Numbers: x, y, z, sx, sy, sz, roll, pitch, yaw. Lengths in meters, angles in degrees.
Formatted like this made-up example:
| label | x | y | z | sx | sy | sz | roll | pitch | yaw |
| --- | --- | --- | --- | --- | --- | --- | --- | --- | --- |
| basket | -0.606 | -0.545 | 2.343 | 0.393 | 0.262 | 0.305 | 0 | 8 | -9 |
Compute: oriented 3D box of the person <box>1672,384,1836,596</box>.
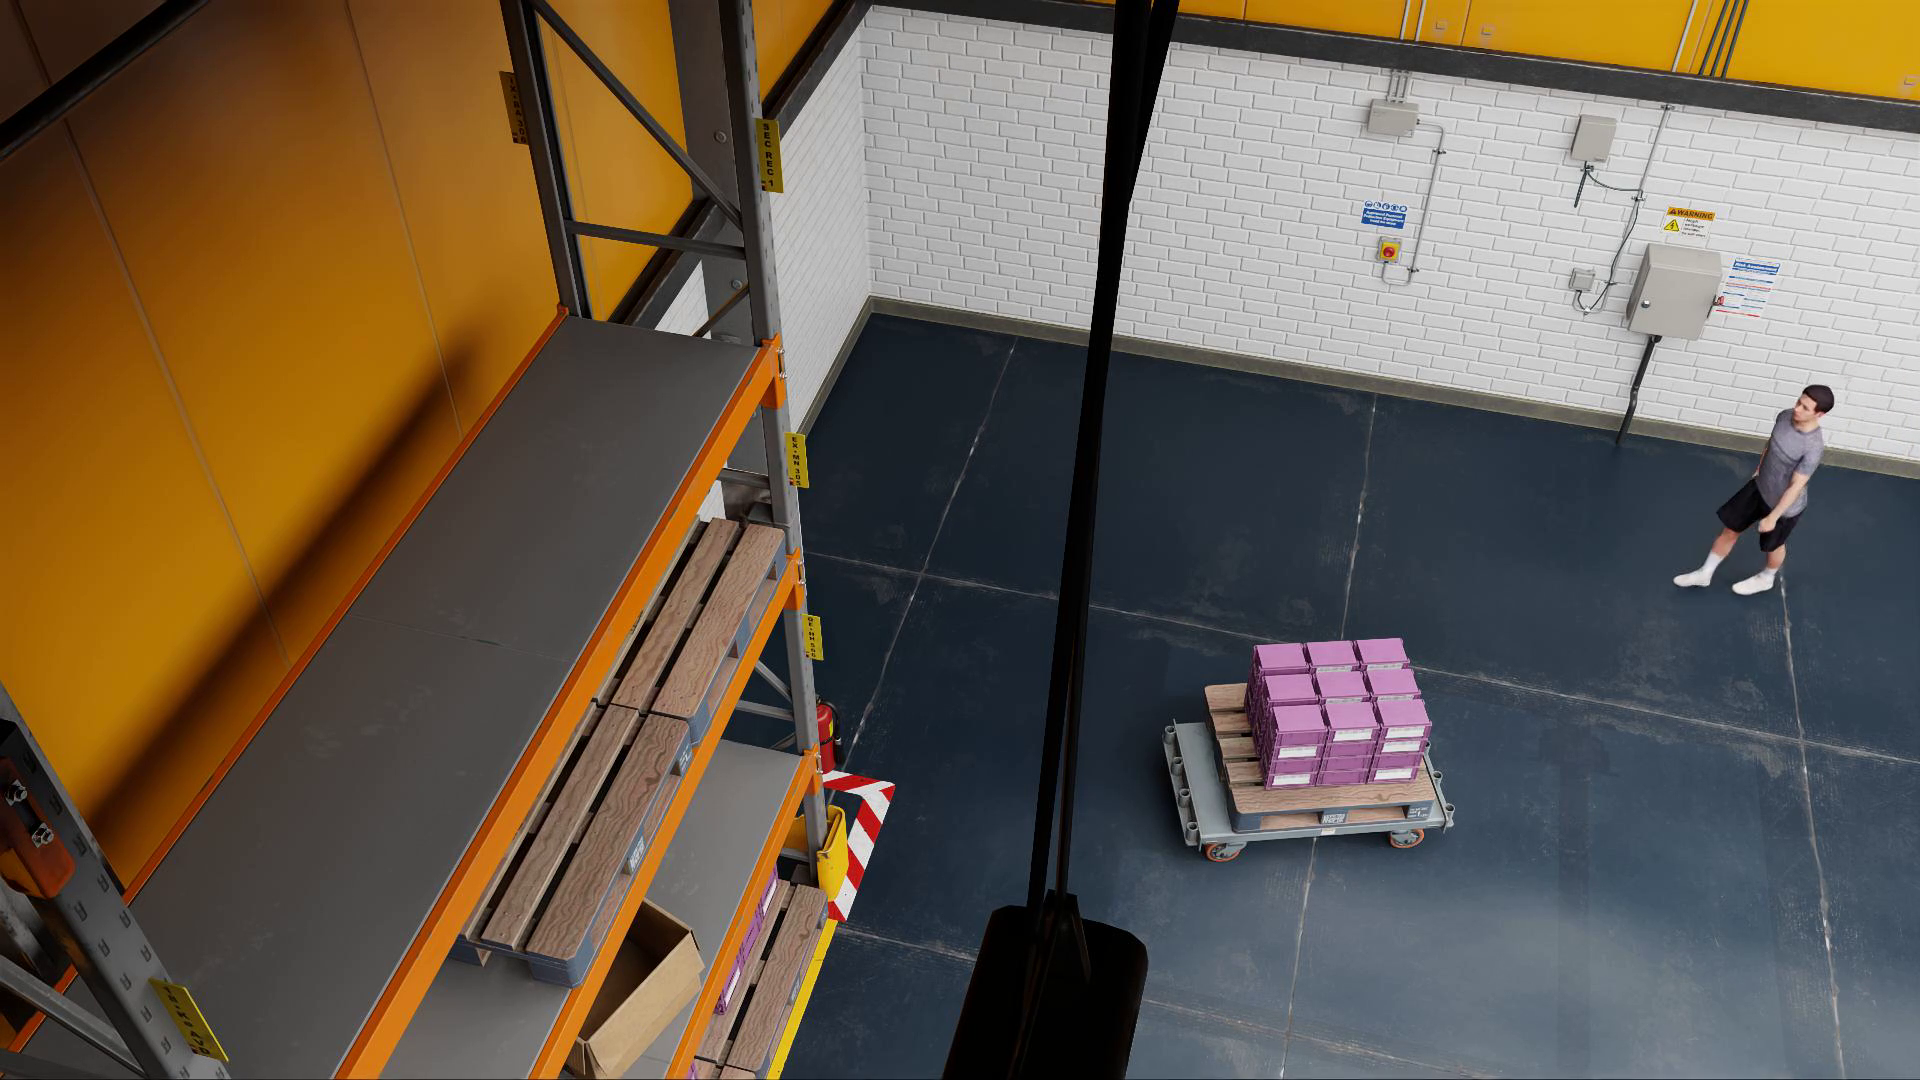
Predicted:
| label | x | y | z | sx | sy | sz | roll | pitch | yaw |
| --- | --- | --- | --- | --- | --- | --- | --- | --- | --- |
| person | 5.621 | -0.319 | 11.268 | 0.994 | 1.855 | 1.032 | -6 | 44 | -6 |
